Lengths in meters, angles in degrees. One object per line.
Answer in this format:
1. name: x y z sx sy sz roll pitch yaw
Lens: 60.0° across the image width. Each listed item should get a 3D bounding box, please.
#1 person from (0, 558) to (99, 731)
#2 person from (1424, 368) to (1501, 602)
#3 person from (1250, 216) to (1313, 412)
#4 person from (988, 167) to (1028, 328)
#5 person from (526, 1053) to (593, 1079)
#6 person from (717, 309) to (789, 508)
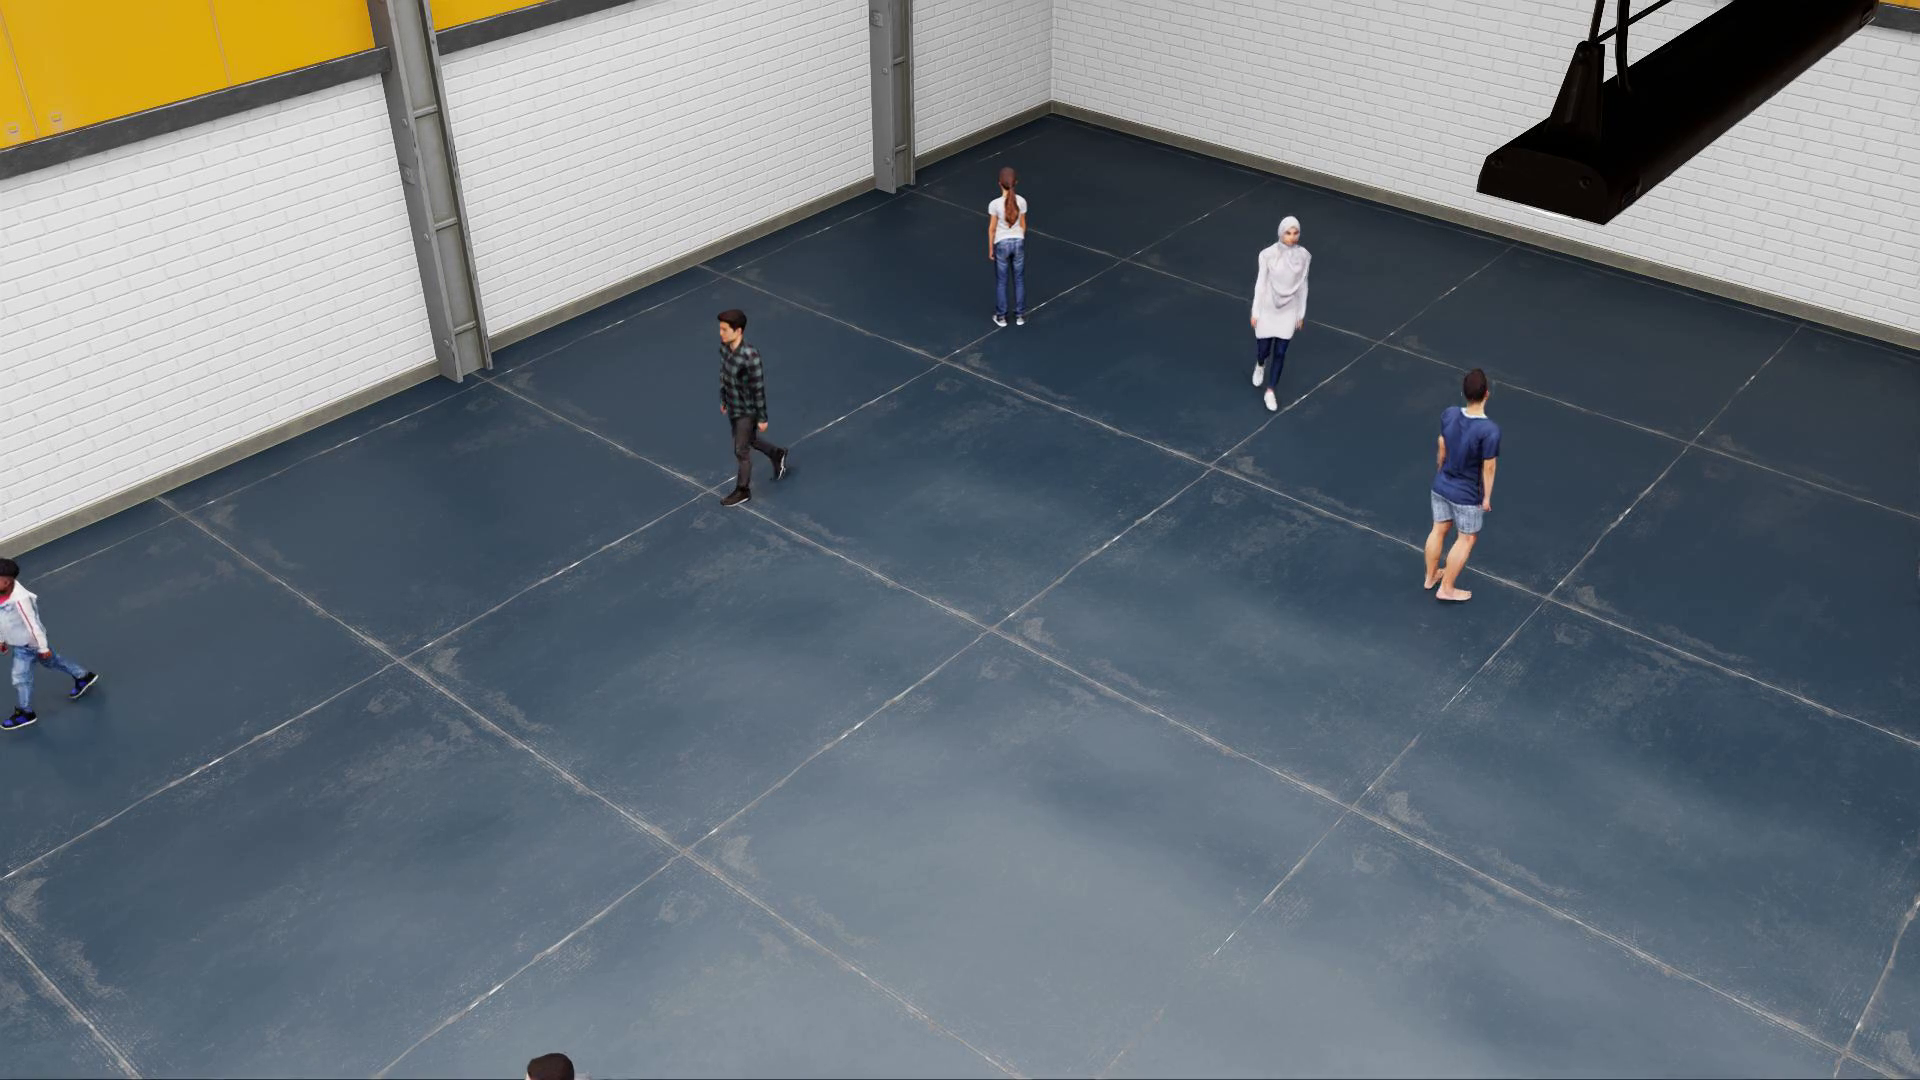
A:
1. person: -6.172 0.619 11.102 0.903 1.242 0.540 -27 42 -35
2. person: 3.618 -0.385 12.077 0.663 1.835 0.685 -20 39 -27
3. person: 2.778 -2.030 14.612 0.848 1.769 0.916 0 34 1
4. person: 0.472 -2.821 15.992 0.611 1.558 0.679 -5 34 -8
5. person: -1.575 2.860 7.275 0.869 1.747 0.805 -7 34 -10
6. person: -1.681 -1.108 13.321 1.016 1.696 0.820 -25 41 -32
